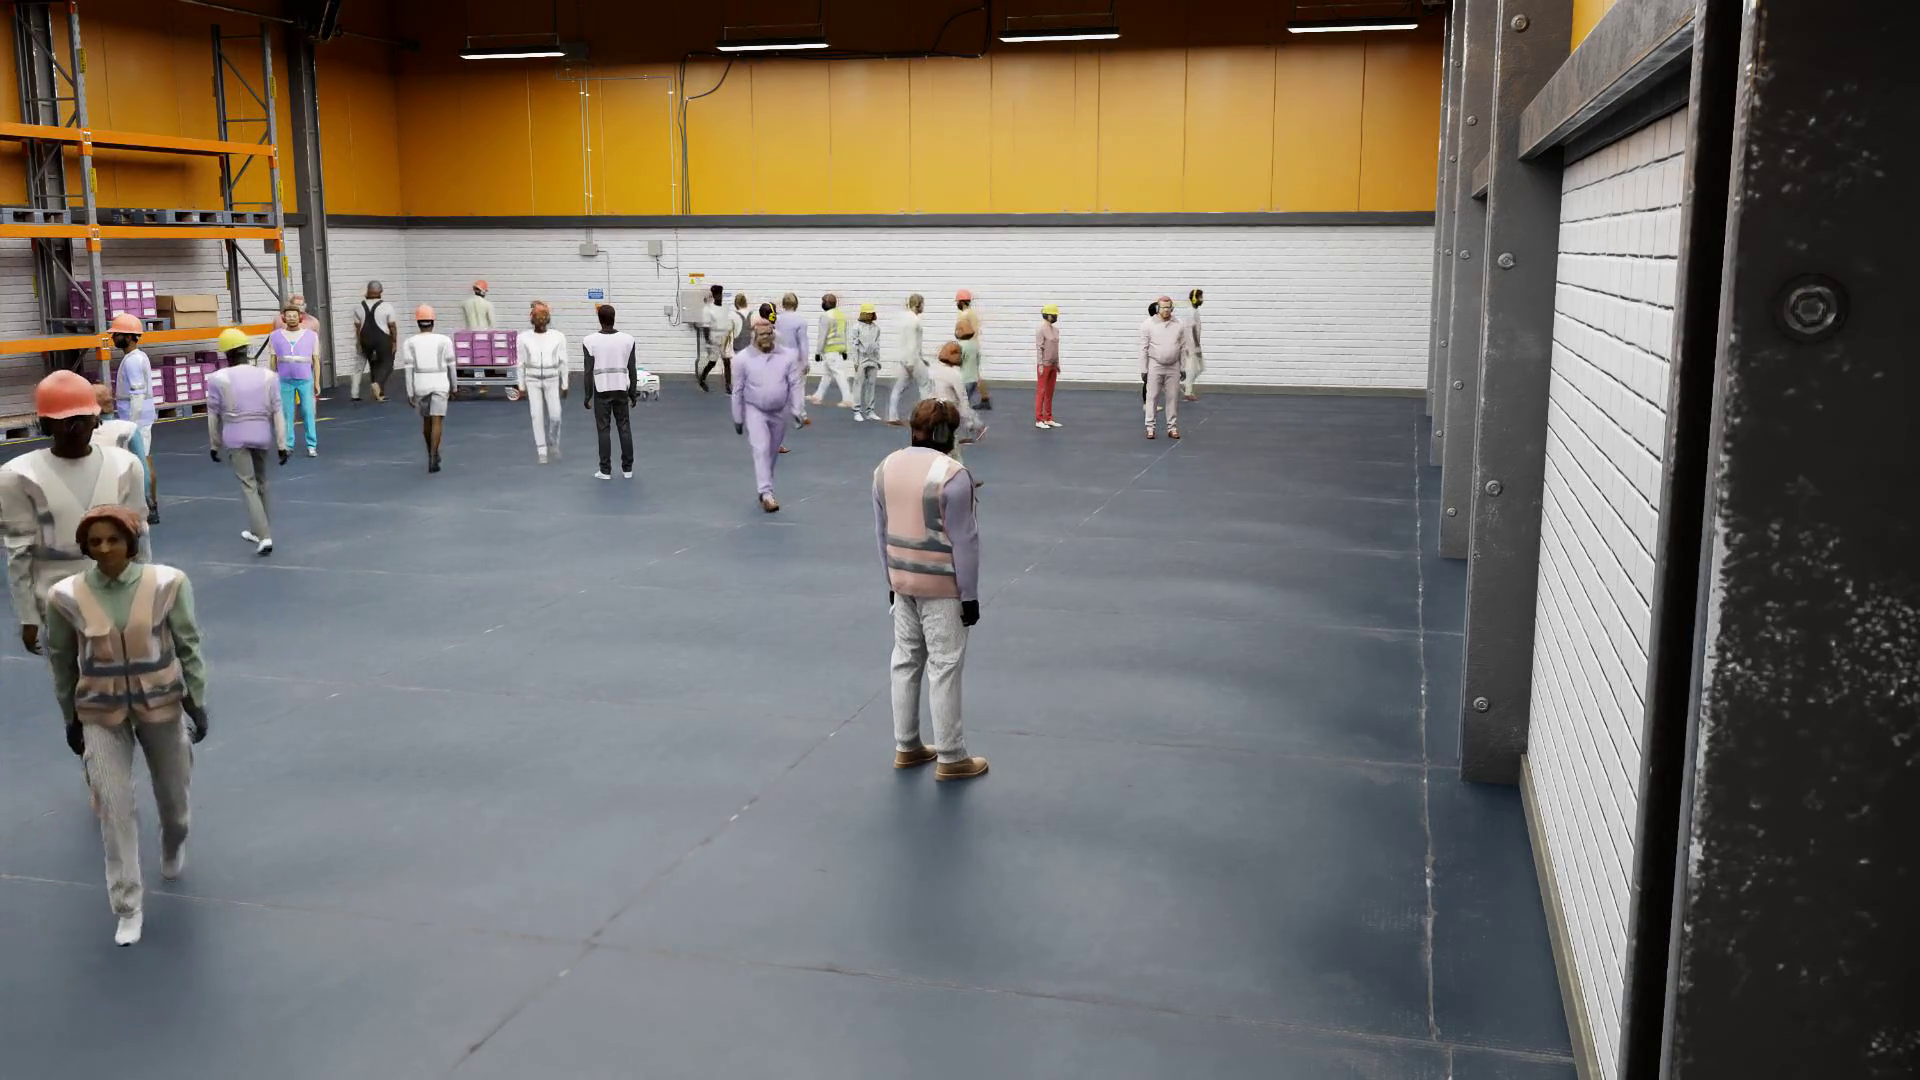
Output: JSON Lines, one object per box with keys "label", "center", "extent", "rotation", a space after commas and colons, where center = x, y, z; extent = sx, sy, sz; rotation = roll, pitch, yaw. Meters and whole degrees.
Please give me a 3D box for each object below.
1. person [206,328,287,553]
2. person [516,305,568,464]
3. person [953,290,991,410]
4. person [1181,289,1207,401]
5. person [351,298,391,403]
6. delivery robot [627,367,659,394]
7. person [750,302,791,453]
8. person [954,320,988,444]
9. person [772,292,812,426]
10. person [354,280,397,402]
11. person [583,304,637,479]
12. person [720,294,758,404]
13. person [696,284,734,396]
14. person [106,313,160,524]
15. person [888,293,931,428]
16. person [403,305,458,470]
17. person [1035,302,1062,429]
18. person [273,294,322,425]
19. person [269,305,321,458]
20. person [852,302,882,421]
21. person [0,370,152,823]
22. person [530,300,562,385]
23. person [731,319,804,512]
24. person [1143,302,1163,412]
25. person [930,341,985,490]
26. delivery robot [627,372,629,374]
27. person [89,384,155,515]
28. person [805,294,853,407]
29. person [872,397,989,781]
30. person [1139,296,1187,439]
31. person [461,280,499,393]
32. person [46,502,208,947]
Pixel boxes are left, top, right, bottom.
{"label": "person", "center": [-5.980, -0.832, 13.976], "extent": [0.957, 1.881, 0.578], "rotation": [9, 14, 42]}
{"label": "person", "center": [-4.908, -1.823, 19.547], "extent": [0.590, 1.869, 0.406], "rotation": [-2, 10, -13]}
{"label": "person", "center": [0.052, -2.984, 26.141], "extent": [1.036, 1.872, 0.550], "rotation": [3, 11, 19]}
{"label": "person", "center": [3.887, -3.203, 27.422], "extent": [0.406, 1.855, 0.520], "rotation": [3, 10, 15]}
{"label": "person", "center": [-9.735, -3.133, 27.296], "extent": [0.609, 1.772, 0.667], "rotation": [6, 12, 30]}
{"label": "delivery robot", "center": [-5.302, -2.637, 27.620], "extent": [0.477, 0.478, 0.707], "rotation": [-9, 13, -42]}
{"label": "person", "center": [-2.359, -1.999, 20.553], "extent": [0.524, 1.871, 0.325], "rotation": [8, 13, 37]}
{"label": "person", "center": [0.137, -2.016, 21.355], "extent": [0.454, 1.617, 0.503], "rotation": [6, 12, 30]}
{"label": "person", "center": [-2.402, -2.542, 23.478], "extent": [0.647, 1.921, 0.751], "rotation": [6, 12, 30]}
{"label": "person", "center": [-9.533, -3.246, 27.133], "extent": [0.693, 2.000, 0.774], "rotation": [1, 10, 8]}
{"label": "person", "center": [-3.840, -1.624, 18.294], "extent": [0.597, 1.915, 0.370], "rotation": [-5, 11, -27]}
{"label": "person", "center": [-3.527, -3.072, 26.899], "extent": [0.539, 1.783, 1.013], "rotation": [-6, 12, -32]}
{"label": "person", "center": [-4.221, -3.442, 28.602], "extent": [0.893, 1.927, 0.601], "rotation": [9, 14, 43]}
{"label": "person", "center": [-7.584, -1.104, 15.281], "extent": [0.349, 1.942, 0.545], "rotation": [-4, 11, -23]}
{"label": "person", "center": [-0.573, -2.519, 23.442], "extent": [1.013, 1.879, 0.640], "rotation": [-2, 10, -10]}
{"label": "person", "center": [-6.095, -1.754, 19.129], "extent": [0.547, 1.897, 0.983], "rotation": [-1, 10, -6]}
{"label": "person", "center": [1.252, -2.457, 23.439], "extent": [0.308, 1.769, 0.525], "rotation": [7, 12, 33]}
{"label": "person", "center": [-9.538, -2.602, 23.969], "extent": [0.646, 1.874, 0.880], "rotation": [-4, 11, -23]}
{"label": "person", "center": [-8.047, -1.919, 20.153], "extent": [0.569, 1.849, 0.385], "rotation": [-3, 10, -15]}
{"label": "person", "center": [-1.353, -2.616, 24.407], "extent": [0.487, 1.744, 0.314], "rotation": [-8, 13, -38]}
{"label": "person", "center": [-3.900, 0.249, 7.390], "extent": [0.604, 2.024, 0.564], "rotation": [-9, 14, -42]}
{"label": "person", "center": [-7.375, -3.460, 29.553], "extent": [0.584, 1.603, 0.520], "rotation": [-4, 11, -21]}
{"label": "person", "center": [-1.879, -1.226, 16.235], "extent": [0.640, 1.855, 0.984], "rotation": [-5, 11, -26]}
{"label": "person", "center": [2.992, -2.825, 25.719], "extent": [0.322, 1.697, 0.533], "rotation": [5, 11, 25]}
{"label": "person", "center": [-0.023, -1.207, 16.823], "extent": [0.809, 1.592, 0.532], "rotation": [-6, 11, -29]}
{"label": "delivery robot", "center": [-5.831, -2.728, 28.136], "extent": [0.707, 0.478, 0.477], "rotation": [6, 12, 32]}
{"label": "person", "center": [-5.931, -0.276, 11.601], "extent": [0.550, 1.603, 0.626], "rotation": [-2, 10, -13]}
{"label": "person", "center": [-2.079, -3.010, 26.487], "extent": [0.968, 1.797, 0.645], "rotation": [4, 11, 22]}
{"label": "person", "center": [-0.127, 0.232, 8.018], "extent": [0.621, 1.838, 0.429], "rotation": [10, 14, 44]}
{"label": "person", "center": [2.707, -2.284, 22.094], "extent": [0.647, 1.900, 0.403], "rotation": [-2, 10, -11]}
{"label": "person", "center": [-8.399, -3.579, 29.199], "extent": [0.652, 1.968, 0.516], "rotation": [3, 10, 16]}
{"label": "person", "center": [-3.143, 0.642, 6.329], "extent": [0.518, 1.618, 0.722], "rotation": [-5, 11, -24]}
